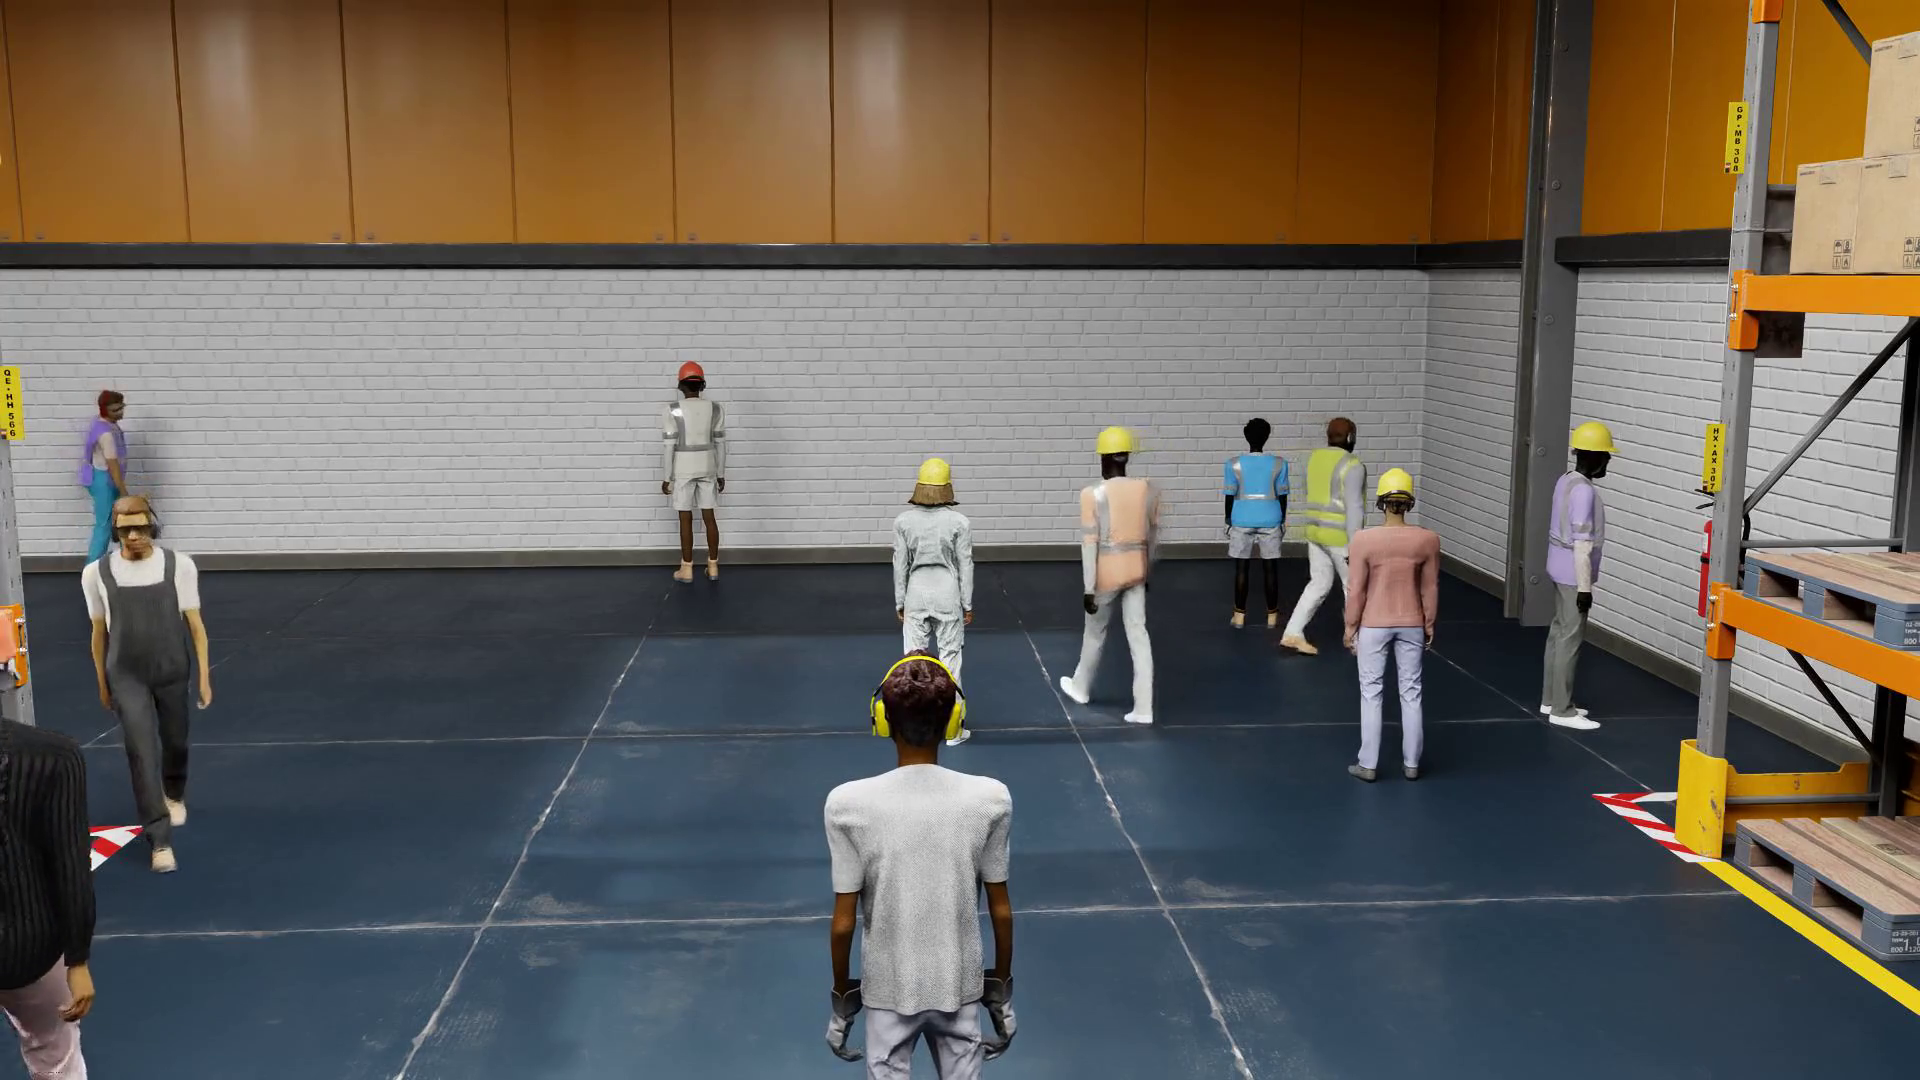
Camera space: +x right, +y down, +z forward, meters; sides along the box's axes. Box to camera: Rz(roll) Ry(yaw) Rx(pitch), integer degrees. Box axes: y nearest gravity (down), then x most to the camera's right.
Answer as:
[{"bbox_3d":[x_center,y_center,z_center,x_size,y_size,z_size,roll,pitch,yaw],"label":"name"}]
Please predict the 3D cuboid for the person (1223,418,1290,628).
[{"bbox_3d":[2.370,-0.128,13.338,0.531,1.697,0.322,1,9,6],"label":"person"}]

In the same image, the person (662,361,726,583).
[{"bbox_3d":[-2.474,-0.630,15.404,0.616,2.041,0.380,-5,10,-30],"label":"person"}]

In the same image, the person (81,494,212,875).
[{"bbox_3d":[-3.982,0.647,8.159,0.520,1.808,0.938,-5,10,-30],"label":"person"}]

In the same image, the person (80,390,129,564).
[{"bbox_3d":[-7.743,-0.483,15.270,0.656,1.795,0.661,-3,9,-16],"label":"person"}]

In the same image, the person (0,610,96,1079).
[{"bbox_3d":[-2.758,1.129,4.706,0.639,1.933,1.040,-2,9,-12],"label":"person"}]

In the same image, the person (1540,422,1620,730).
[{"bbox_3d":[3.896,0.215,10.462,0.385,1.925,0.591,2,9,10],"label":"person"}]

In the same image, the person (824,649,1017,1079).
[{"bbox_3d":[-0.100,1.209,4.401,0.510,1.872,0.328,-1,9,-9],"label":"person"}]

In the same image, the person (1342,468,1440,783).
[{"bbox_3d":[2.403,0.480,9.307,0.534,1.767,0.314,-1,9,-5],"label":"person"}]

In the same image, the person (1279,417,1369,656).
[{"bbox_3d":[2.750,-0.012,12.347,0.833,1.798,0.659,-5,10,-28],"label":"person"}]

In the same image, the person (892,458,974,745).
[{"bbox_3d":[-0.154,0.373,10.046,0.493,1.743,0.295,2,9,9],"label":"person"}]

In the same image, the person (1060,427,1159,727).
[{"bbox_3d":[0.990,0.214,10.635,0.612,1.867,1.007,-4,10,-24],"label":"person"}]
